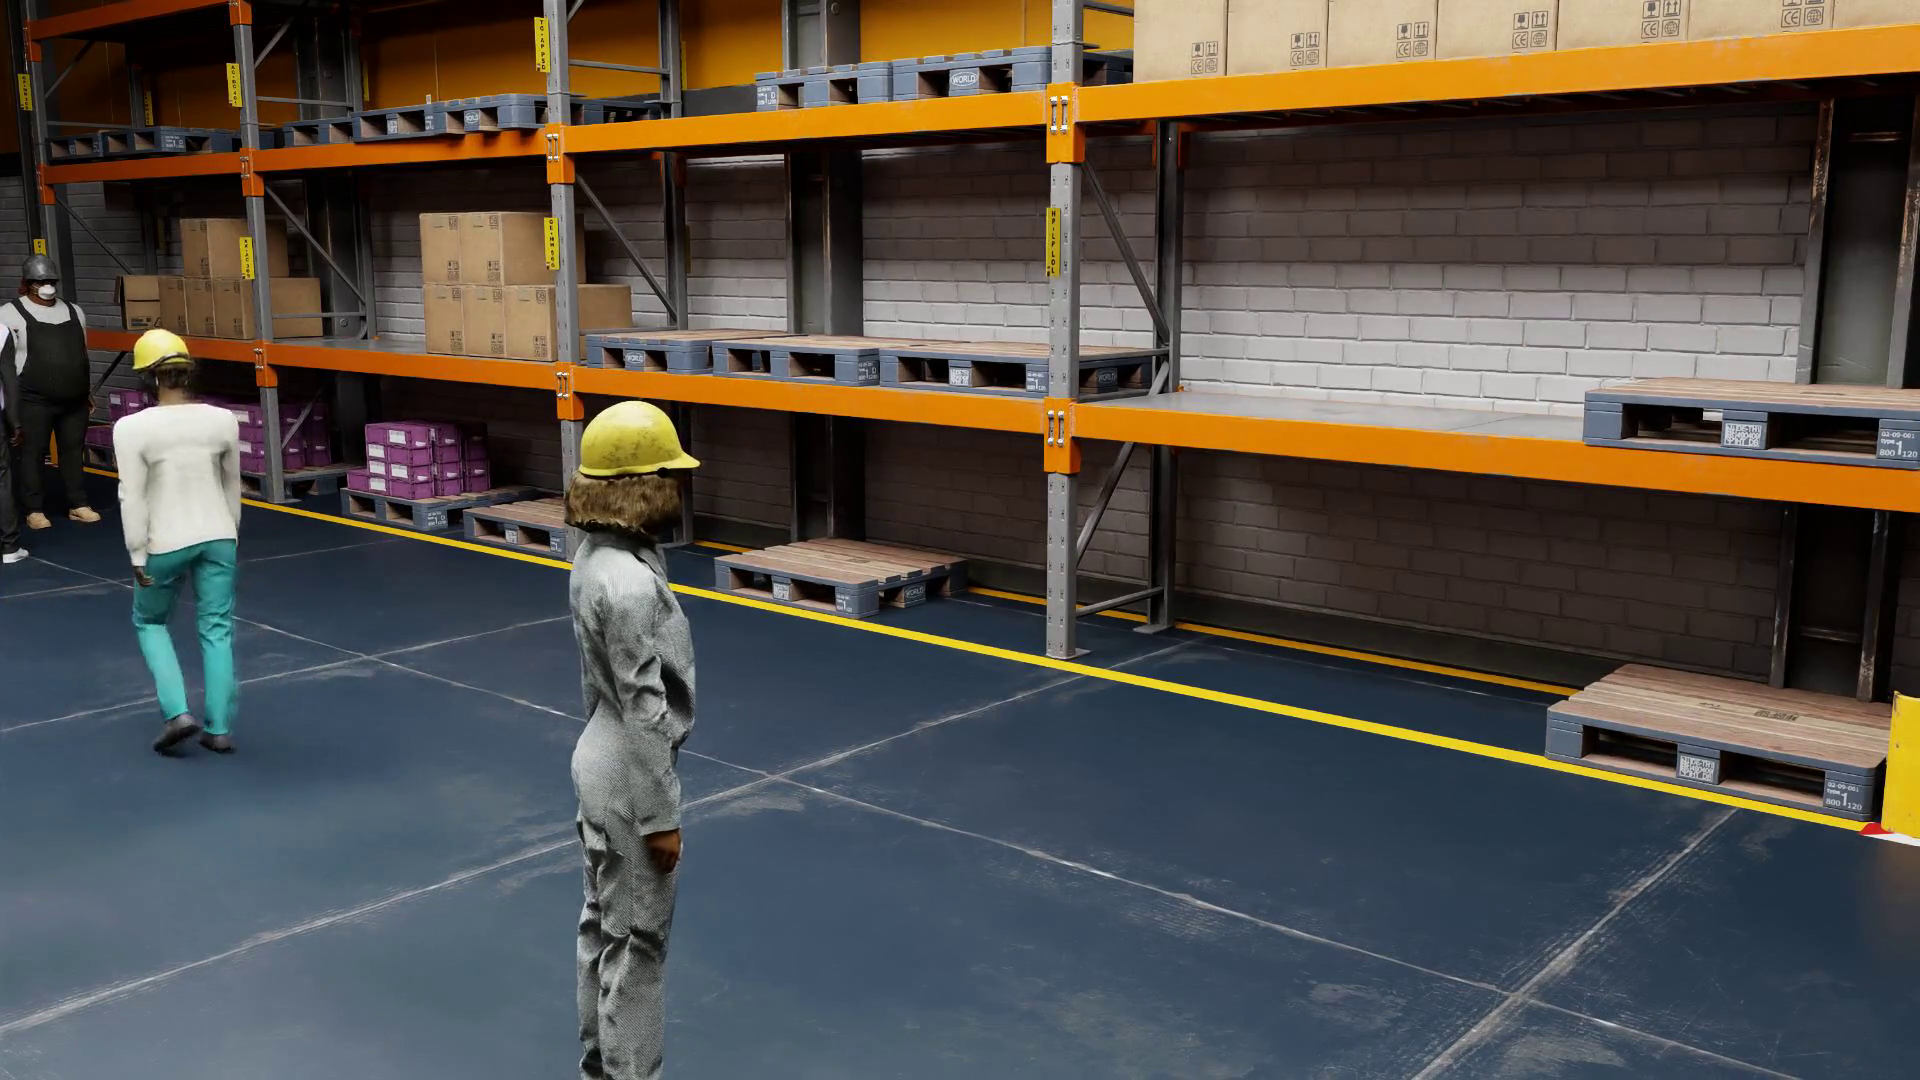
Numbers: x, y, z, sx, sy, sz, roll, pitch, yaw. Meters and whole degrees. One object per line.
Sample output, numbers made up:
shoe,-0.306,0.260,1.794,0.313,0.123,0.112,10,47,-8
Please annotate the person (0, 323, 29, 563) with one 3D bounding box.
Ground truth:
person,-6.471,-0.781,10.883,0.590,1.916,0.393,-4,11,-23

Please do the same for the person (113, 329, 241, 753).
person,-3.171,0.018,6.809,0.524,1.748,0.402,-10,14,-44

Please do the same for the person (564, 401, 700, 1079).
person,-0.715,0.559,3.742,0.296,1.745,0.485,-4,11,-23

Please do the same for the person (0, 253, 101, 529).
person,-6.764,-1.112,12.415,0.537,2.000,0.689,6,12,32
